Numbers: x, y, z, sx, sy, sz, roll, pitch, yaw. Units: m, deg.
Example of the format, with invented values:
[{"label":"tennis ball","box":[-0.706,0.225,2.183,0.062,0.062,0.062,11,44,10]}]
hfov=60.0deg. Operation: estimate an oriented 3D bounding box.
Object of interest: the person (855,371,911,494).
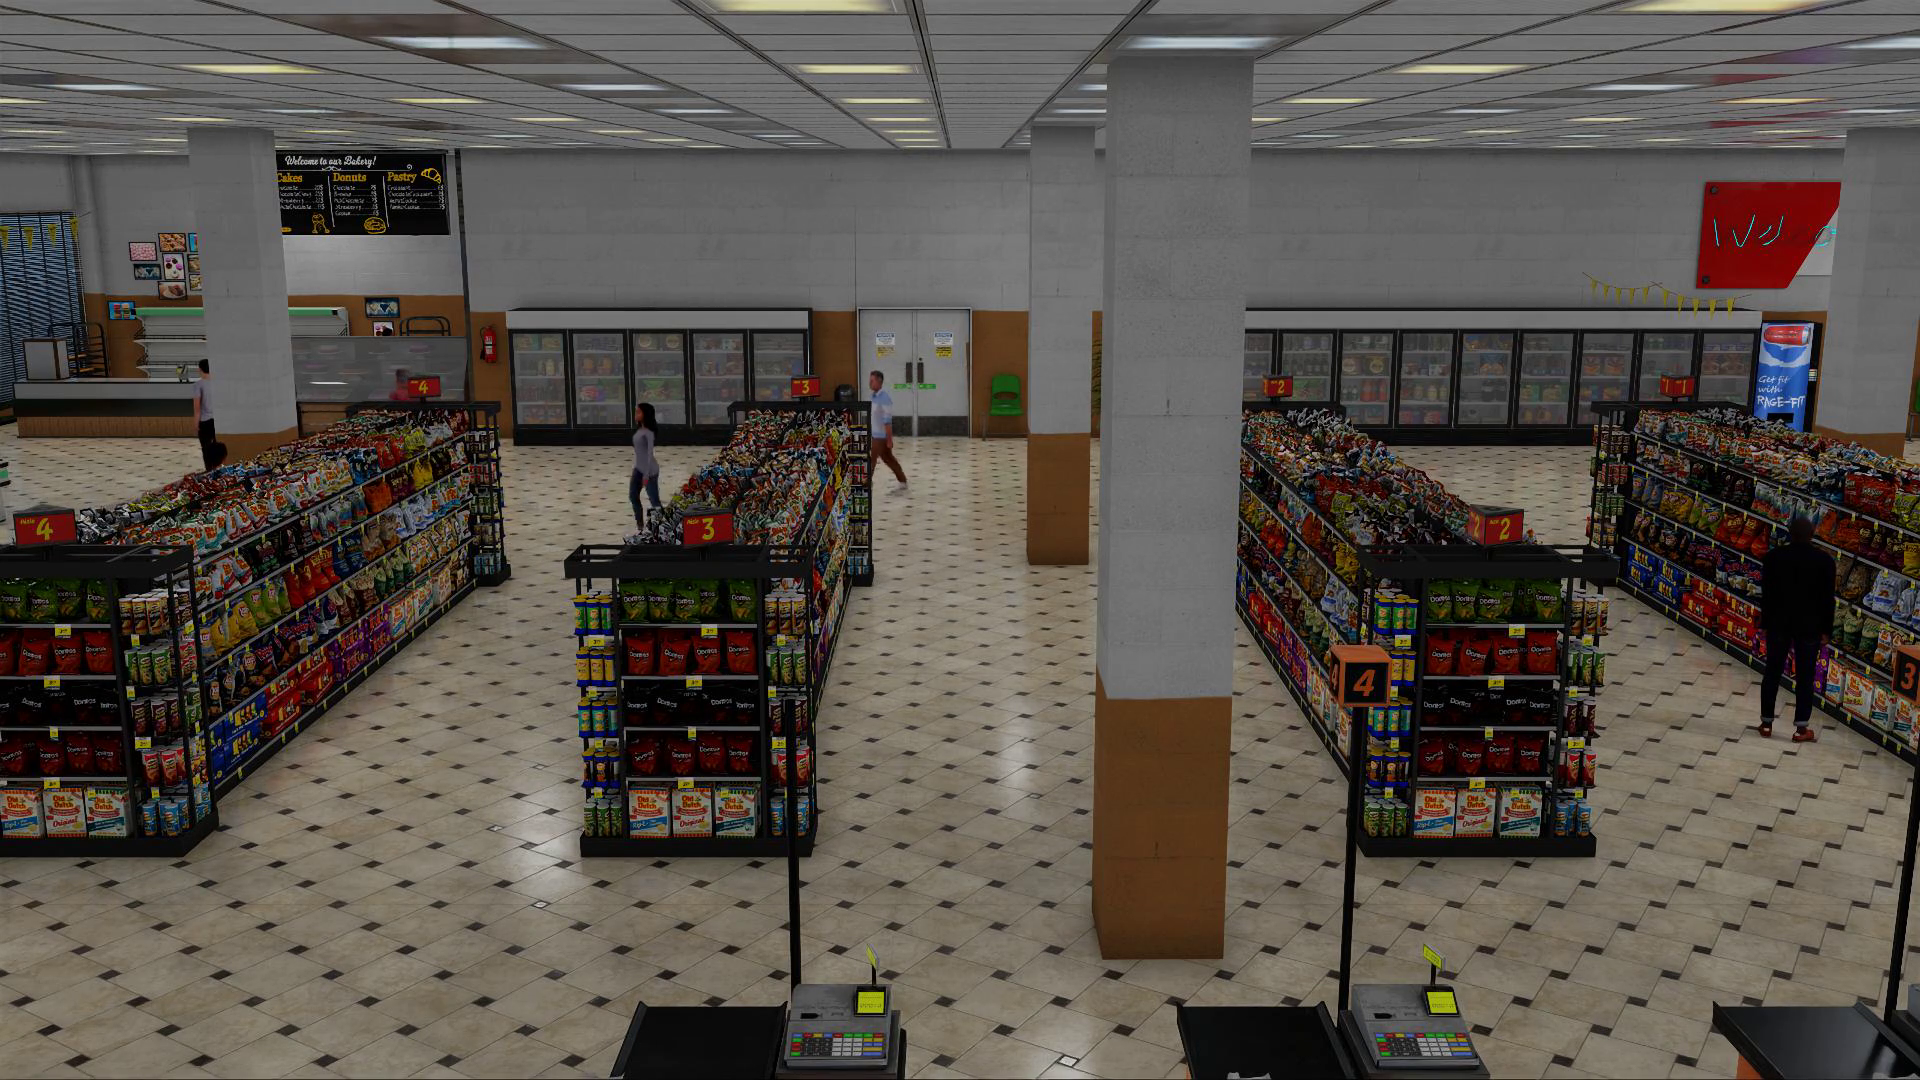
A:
[{"label":"person","box":[-1.056,-1.487,23.635,1.038,1.780,1.234,-4,13,-20]}]

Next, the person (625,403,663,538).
[{"label":"person","box":[-3.804,-0.846,20.734,0.838,1.723,0.774,-6,13,-28]}]

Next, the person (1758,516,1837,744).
[{"label":"person","box":[6.610,0.695,13.184,0.791,1.817,0.811,8,14,35]}]

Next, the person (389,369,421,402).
[{"label":"person","box":[-7.819,-1.498,23.681,1.163,1.784,1.218,7,14,32]}]

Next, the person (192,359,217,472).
[{"label":"person","box":[-11.134,-1.755,24.707,0.798,1.863,0.676,7,14,29]}]
